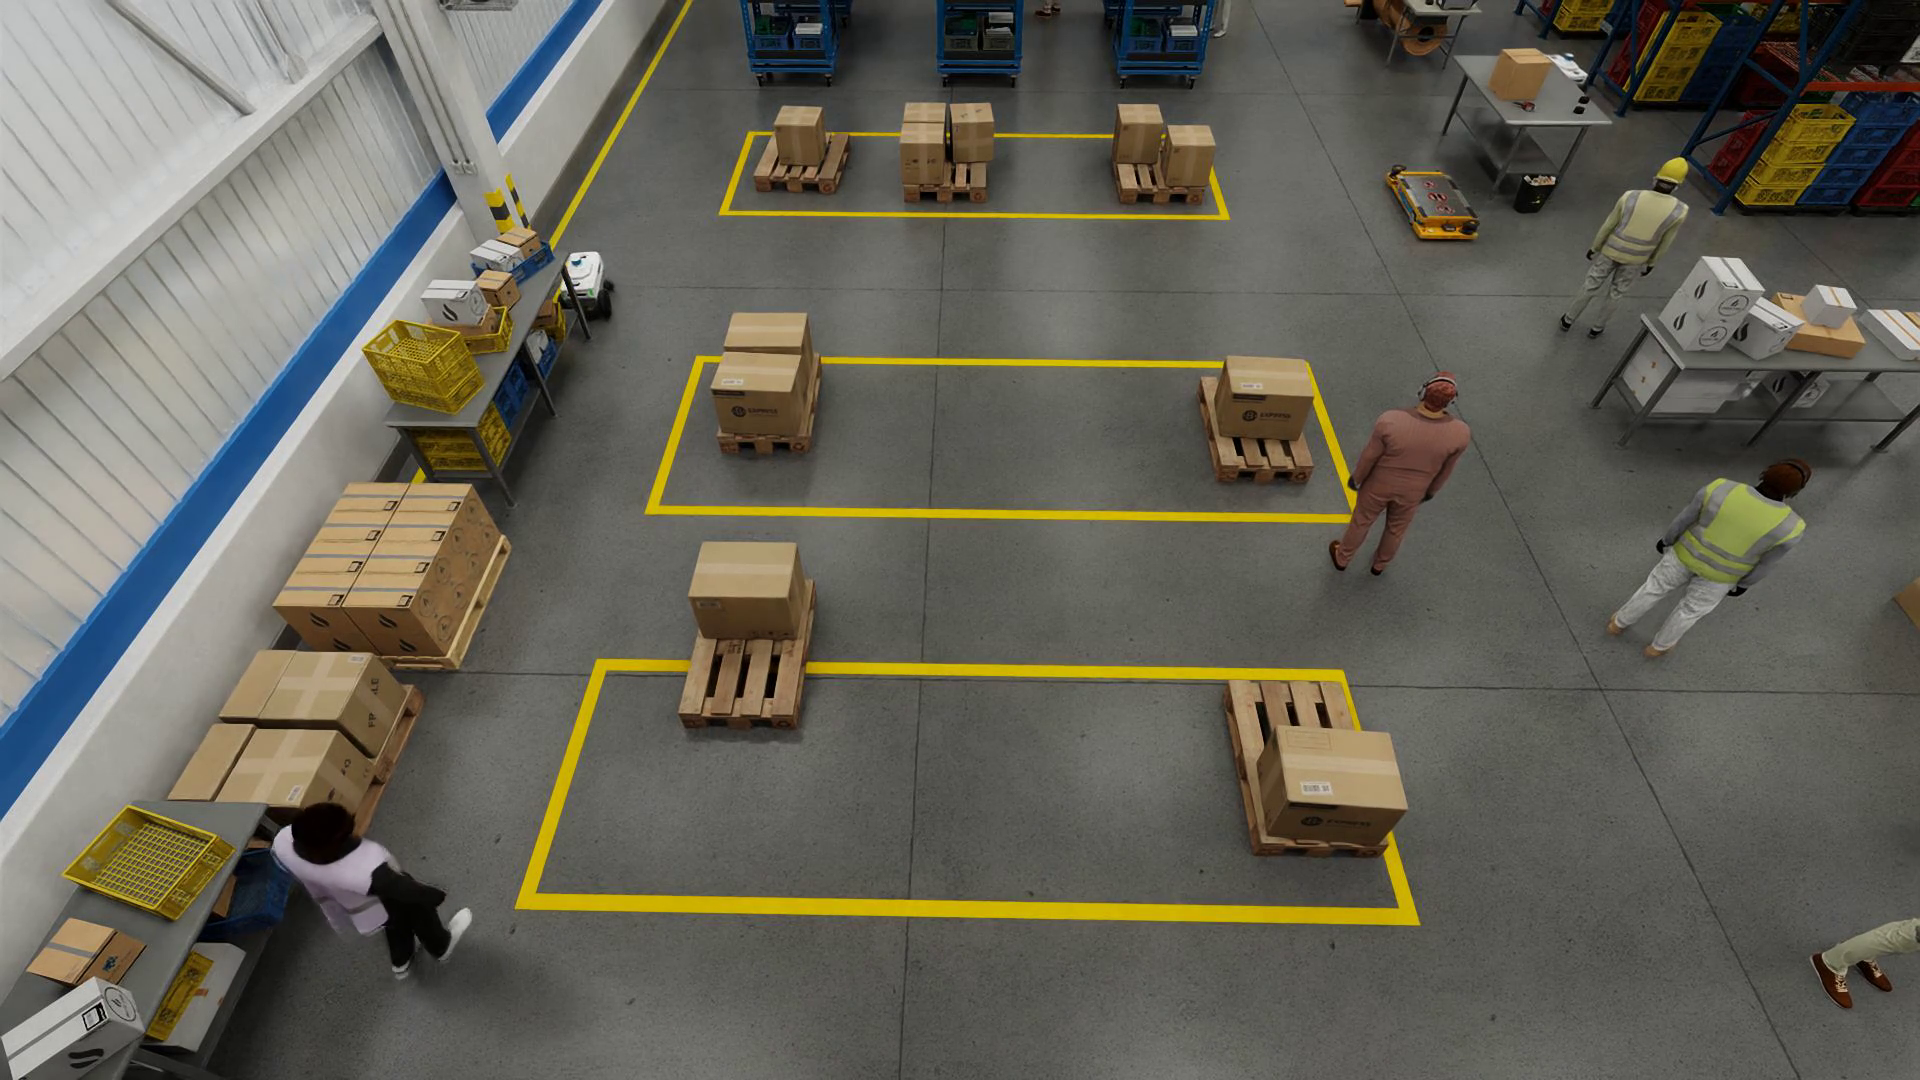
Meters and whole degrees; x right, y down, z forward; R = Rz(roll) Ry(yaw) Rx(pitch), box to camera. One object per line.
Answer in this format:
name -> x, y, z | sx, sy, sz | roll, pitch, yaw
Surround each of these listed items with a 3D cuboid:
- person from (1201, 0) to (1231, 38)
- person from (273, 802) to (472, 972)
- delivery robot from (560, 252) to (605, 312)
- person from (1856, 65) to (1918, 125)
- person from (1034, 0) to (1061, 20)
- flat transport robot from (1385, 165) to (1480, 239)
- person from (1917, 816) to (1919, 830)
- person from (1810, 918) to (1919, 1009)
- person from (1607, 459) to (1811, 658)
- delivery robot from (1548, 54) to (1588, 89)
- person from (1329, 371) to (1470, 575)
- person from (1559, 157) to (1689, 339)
person -> 4.078, -8.687, 14.142 | 0.315, 1.632, 0.521 | -30, 55, -23
person -> -3.066, 1.868, 4.845 | 0.638, 1.883, 0.421 | 12, 50, 11
delivery robot -> -3.980, -2.757, 9.655 | 0.477, 0.478, 0.707 | -6, 49, -5
person -> 12.176, -6.244, 11.852 | 0.991, 1.890, 0.632 | -4, 49, -3
person -> 1.454, -9.392, 14.514 | 0.397, 1.990, 0.622 | 36, 58, 27
flat transport robot -> 5.692, -4.094, 11.059 | 0.652, 0.197, 1.431 | 1, 49, 1
person -> 6.548, 1.489, 5.308 | 0.600, 1.671, 0.606 | -24, 53, -19
person -> 5.279, 1.971, 4.758 | 0.508, 1.873, 0.329 | -12, 50, -10
person -> 5.198, 0.133, 6.368 | 0.429, 1.845, 0.622 | -31, 56, -24
delivery robot -> 8.541, -6.634, 13.011 | 0.477, 0.478, 0.707 | -8, 50, -7
person -> 3.252, -0.462, 6.840 | 0.643, 1.910, 0.400 | 12, 50, 10
person -> 6.484, -2.813, 8.926 | 0.600, 1.827, 0.404 | 26, 54, 21
